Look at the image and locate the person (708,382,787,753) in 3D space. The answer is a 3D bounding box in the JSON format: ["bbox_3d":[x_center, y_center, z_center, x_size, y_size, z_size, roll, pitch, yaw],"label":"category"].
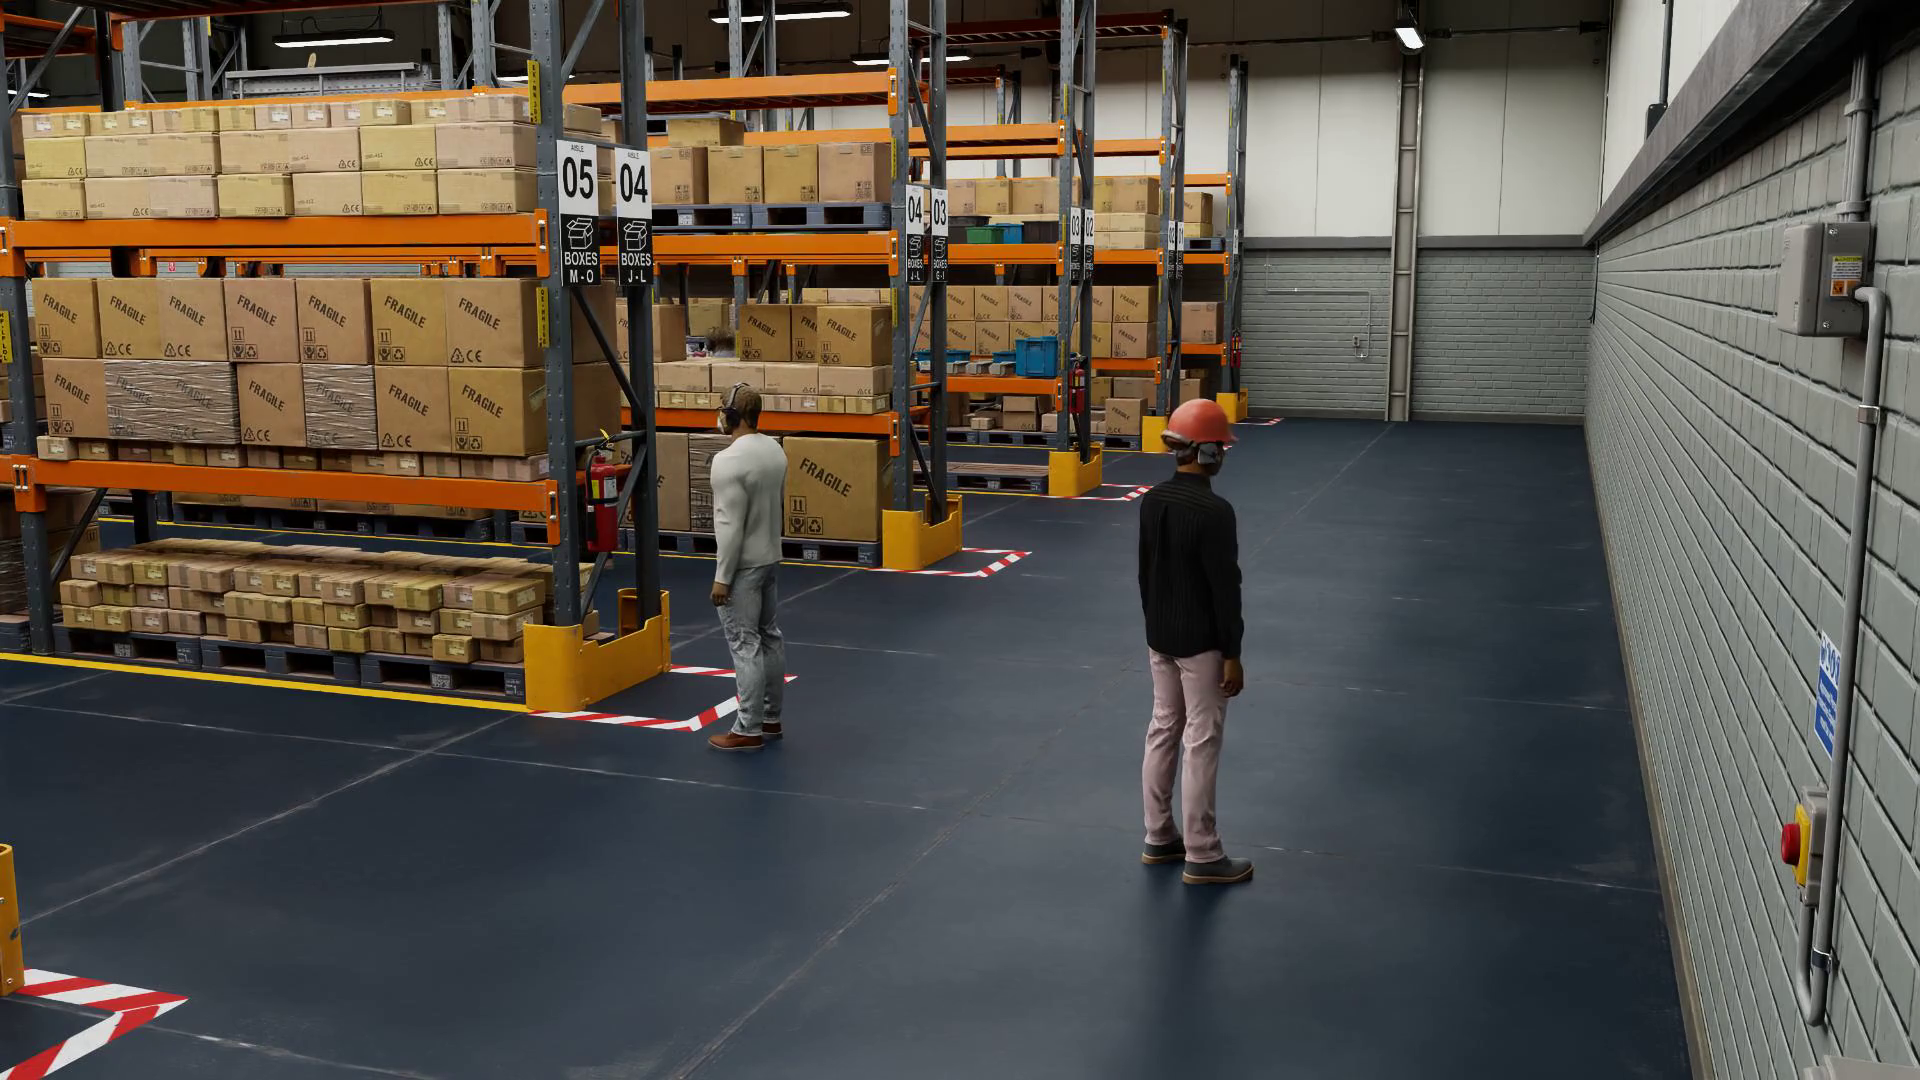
[{"bbox_3d":[-1.124,0.144,8.740,0.362,1.939,0.636,3,10,19],"label":"person"}]

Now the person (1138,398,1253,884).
[{"bbox_3d":[0.965,0.414,6.875,0.376,1.996,0.612,-5,10,-28],"label":"person"}]

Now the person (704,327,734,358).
[{"bbox_3d":[-2.680,-1.494,19.089,0.911,1.909,0.633,3,10,17],"label":"person"}]

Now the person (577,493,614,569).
[{"bbox_3d":[-3.165,-0.725,13.844,0.535,2.000,0.688,2,9,13],"label":"person"}]
